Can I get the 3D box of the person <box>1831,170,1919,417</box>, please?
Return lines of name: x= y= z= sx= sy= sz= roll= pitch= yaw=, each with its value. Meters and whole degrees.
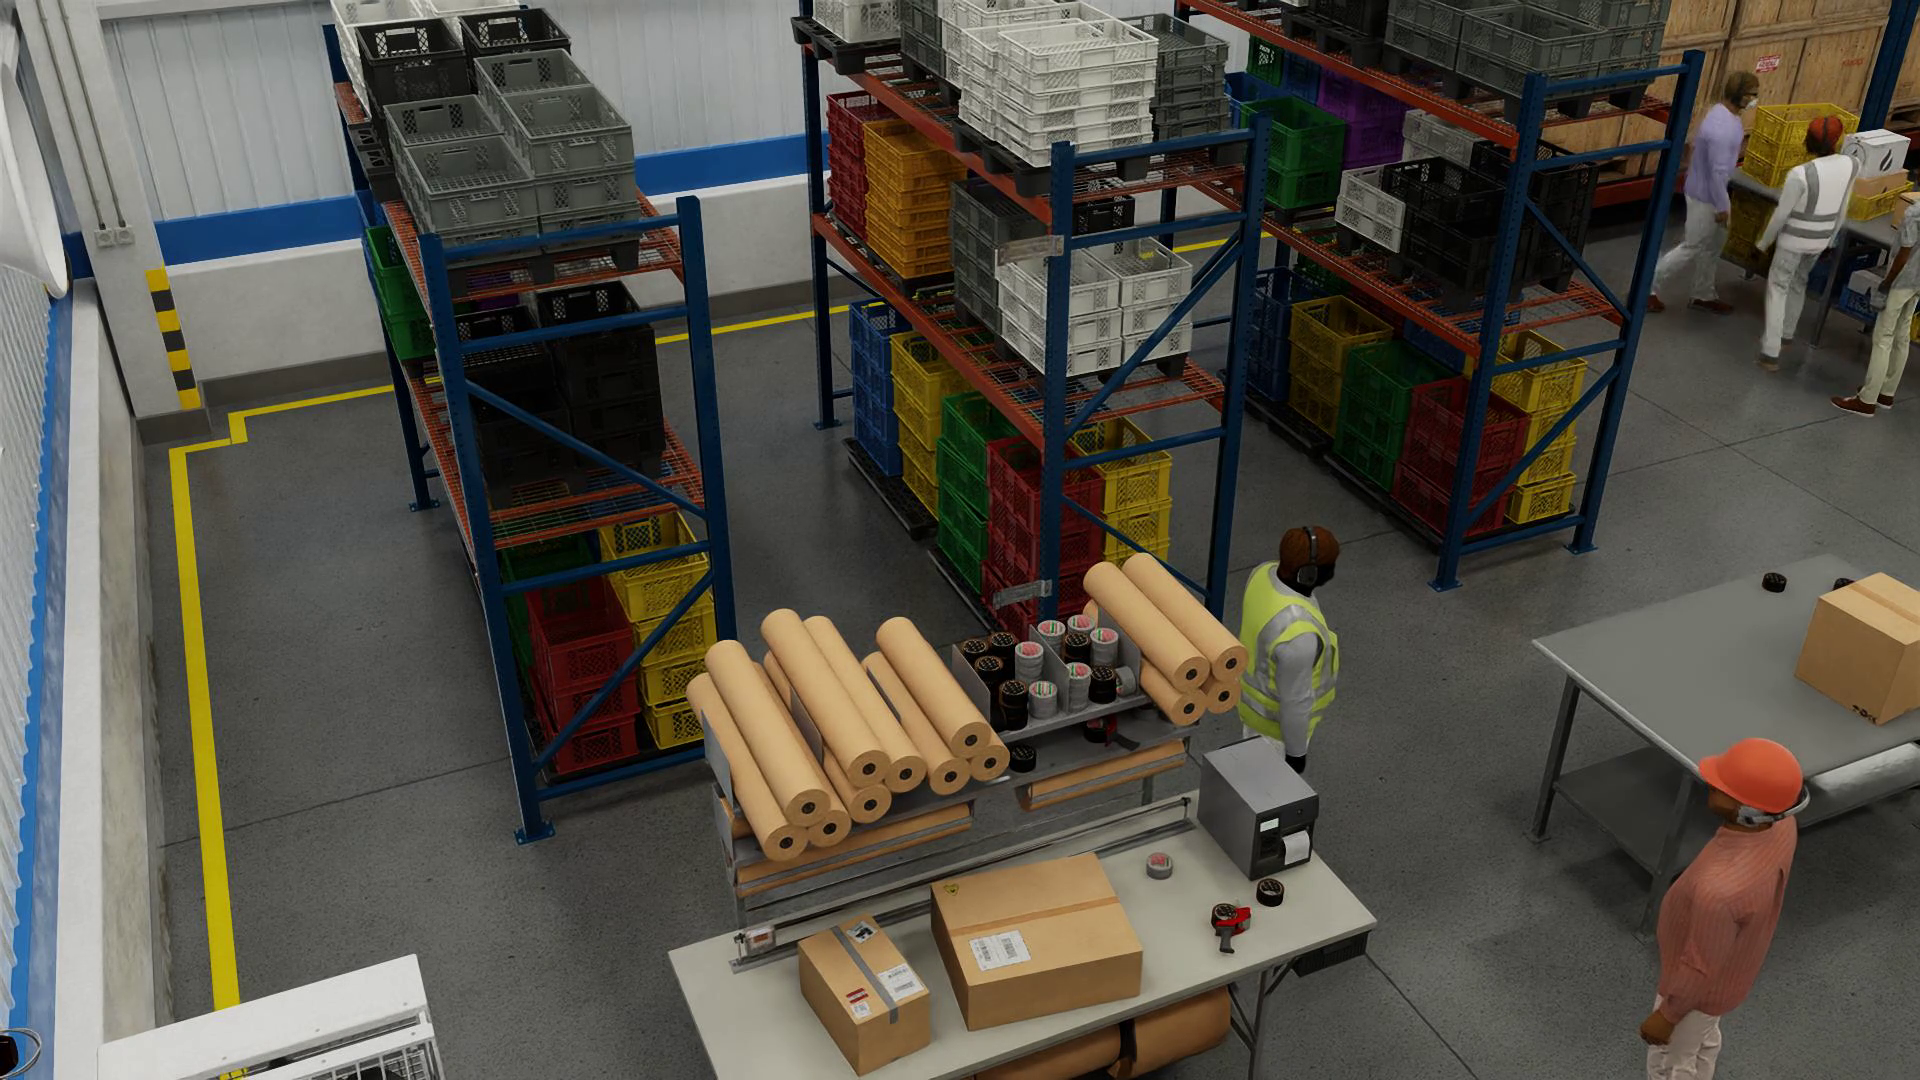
person: x=6.371 y=-1.734 z=11.247 sx=0.517 sy=1.871 sz=0.325 roll=-18 pitch=36 yaw=-26

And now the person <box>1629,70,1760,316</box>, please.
person: x=5.667 y=-2.622 z=12.647 sx=0.750 sy=1.916 sz=0.639 roll=16 pitch=35 yaw=24

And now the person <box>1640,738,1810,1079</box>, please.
person: x=2.606 y=1.508 z=5.861 sx=0.372 sy=1.997 sz=0.620 roll=25 pitch=39 yaw=34

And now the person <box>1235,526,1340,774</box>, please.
person: x=1.407 y=0.739 z=7.269 sx=0.429 sy=1.836 sz=0.631 roll=-2 pitch=32 yaw=-3

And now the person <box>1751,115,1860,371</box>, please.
person: x=6.015 y=-2.154 z=11.953 sx=0.582 sy=1.867 sz=0.497 roll=-10 pitch=33 yaw=-16
